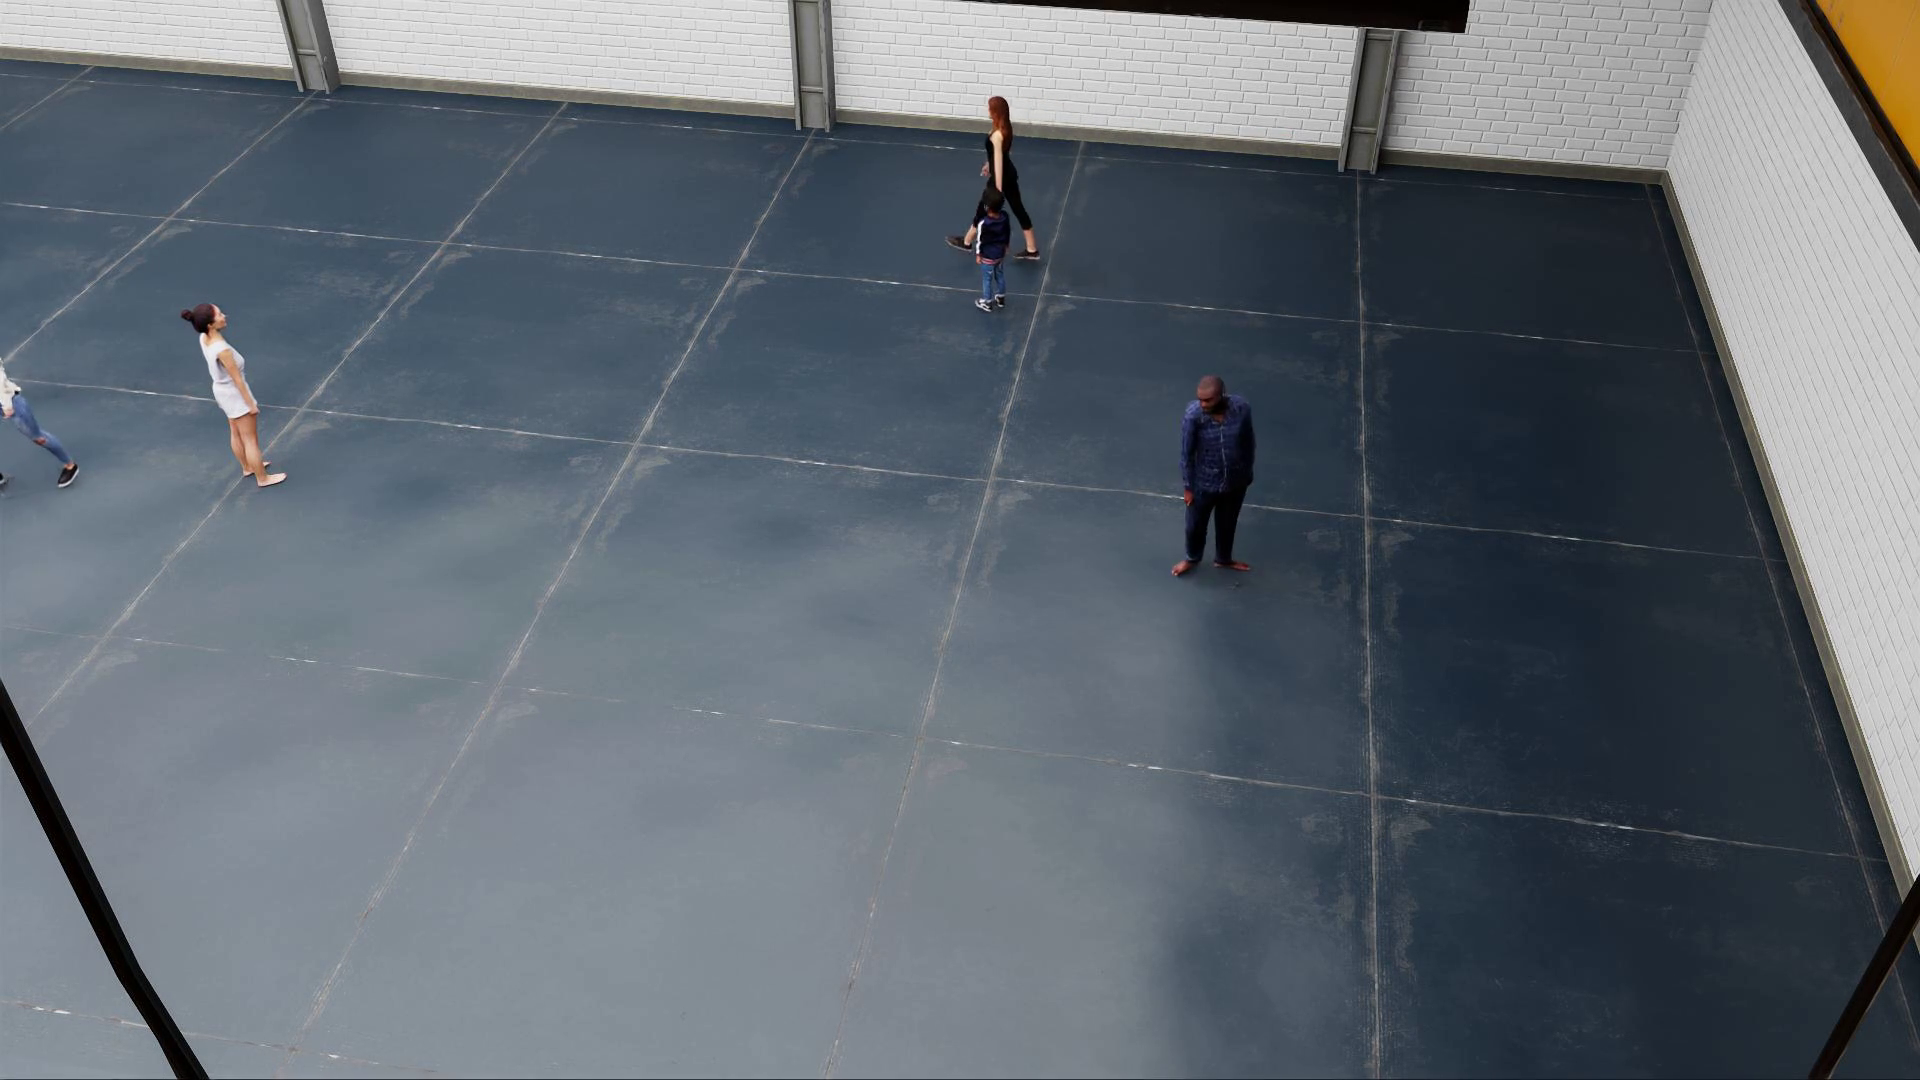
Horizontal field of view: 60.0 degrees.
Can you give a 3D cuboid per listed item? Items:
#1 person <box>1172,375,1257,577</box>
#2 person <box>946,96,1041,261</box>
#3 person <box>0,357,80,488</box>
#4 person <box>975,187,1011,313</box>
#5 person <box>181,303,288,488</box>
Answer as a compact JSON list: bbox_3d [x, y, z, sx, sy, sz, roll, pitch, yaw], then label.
[{"bbox_3d":[1.926,-0.472,12.052,0.669,1.790,0.903,-14,41,-17],"label":"person"},{"bbox_3d":[0.483,-3.388,15.797,1.218,1.672,0.738,14,41,17],"label":"person"},{"bbox_3d":[-7.522,-1.075,12.913,0.651,1.658,0.899,7,39,9],"label":"person"},{"bbox_3d":[0.310,-2.675,15.264,0.600,1.224,0.660,-19,43,-23],"label":"person"},{"bbox_3d":[-5.701,-1.142,13.039,0.647,1.604,0.727,31,48,33],"label":"person"}]
